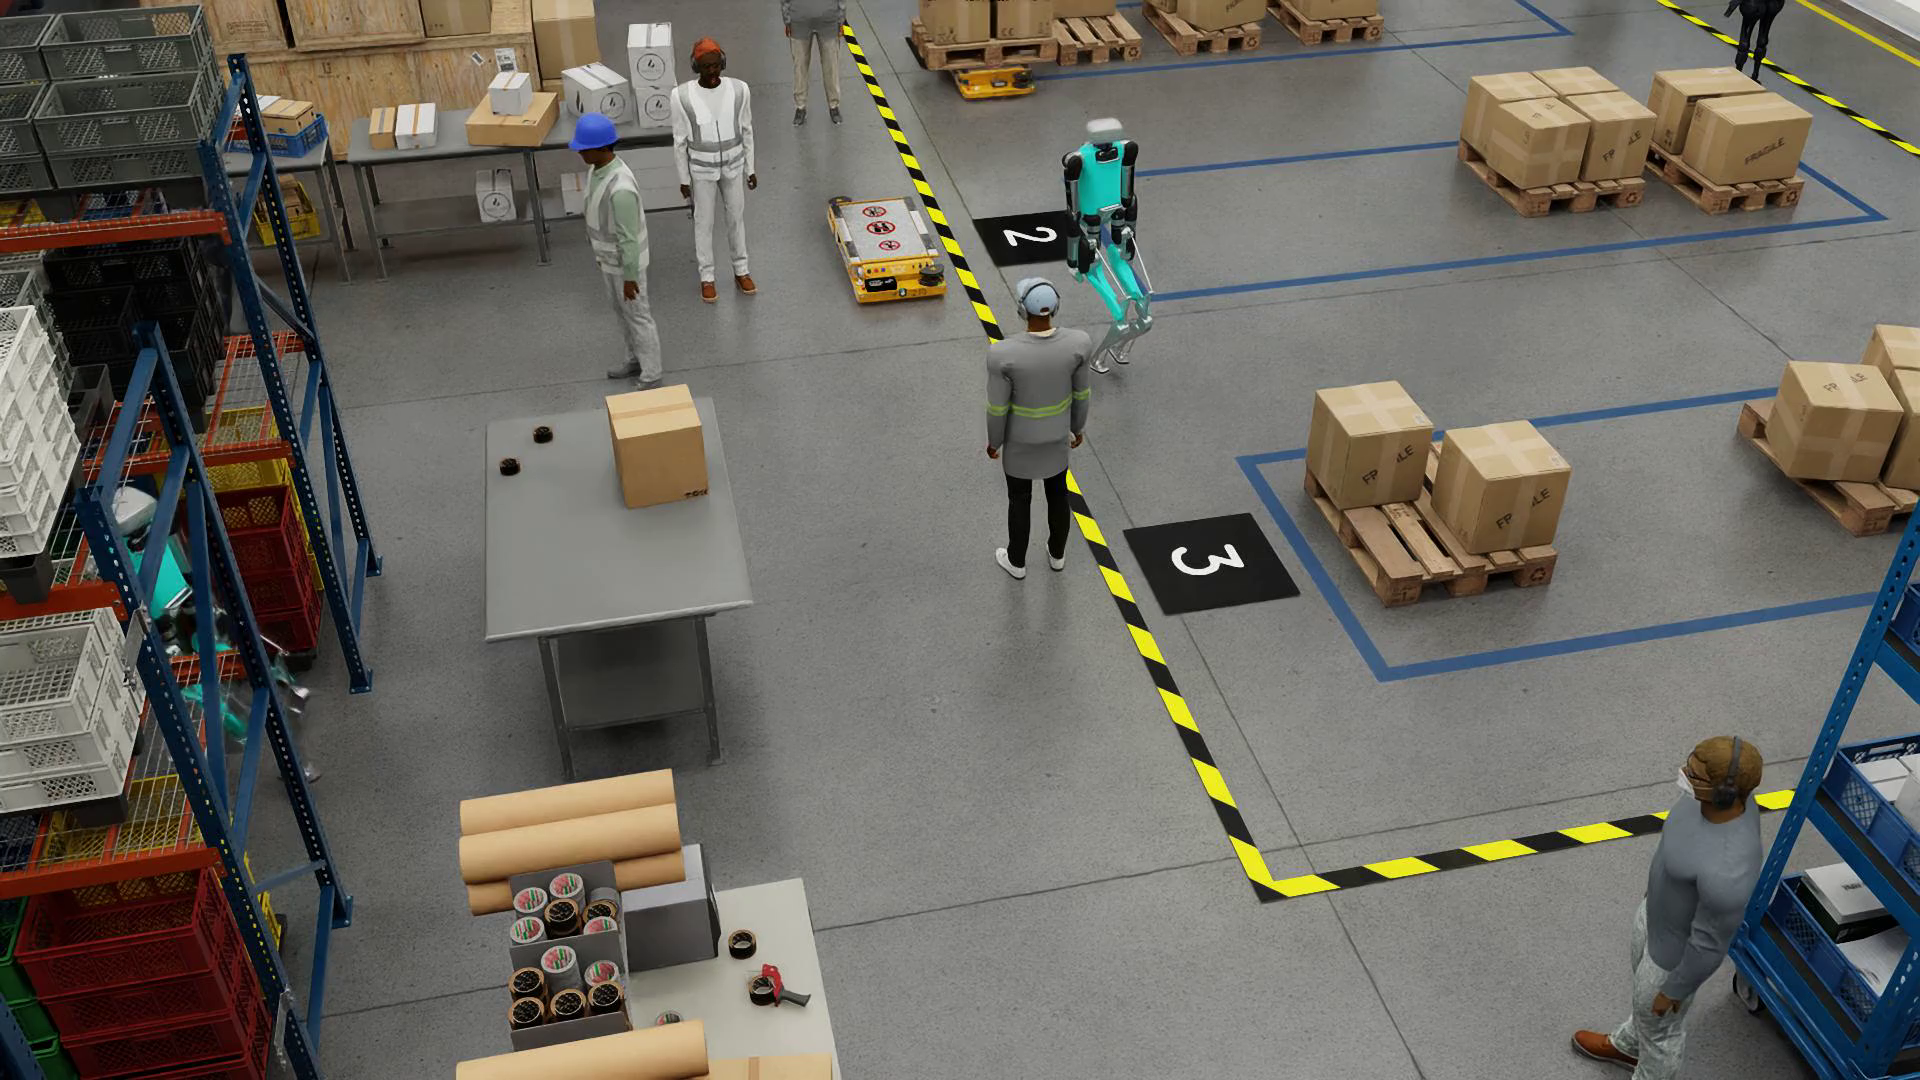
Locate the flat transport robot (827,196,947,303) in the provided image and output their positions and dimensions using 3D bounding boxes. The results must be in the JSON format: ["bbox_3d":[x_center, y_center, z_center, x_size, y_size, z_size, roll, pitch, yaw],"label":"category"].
[{"bbox_3d":[-0.570,-2.220,12.538,0.659,0.231,1.431,-8,37,-10],"label":"flat transport robot"}]

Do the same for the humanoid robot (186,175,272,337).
[{"bbox_3d":[-4.961,-2.074,11.163,0.458,1.651,0.589,-14,39,-18],"label":"humanoid robot"}]

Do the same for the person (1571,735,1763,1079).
[{"bbox_3d":[2.658,1.468,6.182,0.354,1.937,0.632,10,38,14],"label":"person"}]

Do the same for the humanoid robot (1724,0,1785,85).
[{"bbox_3d":[7.197,-4.894,14.937,0.599,1.659,0.315,-15,39,-19],"label":"humanoid robot"}]

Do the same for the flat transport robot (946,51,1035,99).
[{"bbox_3d":[0.208,-4.507,15.588,0.652,0.197,1.431,-8,37,-10],"label":"flat transport robot"}]

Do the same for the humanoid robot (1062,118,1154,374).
[{"bbox_3d":[1.009,-1.816,10.655,0.533,1.673,0.735,-19,41,-23],"label":"humanoid robot"}]

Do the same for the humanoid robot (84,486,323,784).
[{"bbox_3d":[-3.394,0.547,7.619,1.037,1.753,0.549,11,38,14],"label":"humanoid robot"}]

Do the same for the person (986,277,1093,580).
[{"bbox_3d":[0.413,-0.598,9.031,0.589,1.852,0.366,-10,38,-13],"label":"person"}]

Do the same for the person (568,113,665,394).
[{"bbox_3d":[-2.173,-1.795,10.570,0.415,1.941,0.610,-15,39,-20],"label":"person"}]

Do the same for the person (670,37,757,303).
[{"bbox_3d":[-1.705,-2.586,11.678,0.574,1.883,0.356,-14,39,-18],"label":"person"}]

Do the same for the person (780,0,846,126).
[{"bbox_3d":[-1.252,-4.451,14.278,0.560,1.769,0.399,-4,37,-5],"label":"person"}]
